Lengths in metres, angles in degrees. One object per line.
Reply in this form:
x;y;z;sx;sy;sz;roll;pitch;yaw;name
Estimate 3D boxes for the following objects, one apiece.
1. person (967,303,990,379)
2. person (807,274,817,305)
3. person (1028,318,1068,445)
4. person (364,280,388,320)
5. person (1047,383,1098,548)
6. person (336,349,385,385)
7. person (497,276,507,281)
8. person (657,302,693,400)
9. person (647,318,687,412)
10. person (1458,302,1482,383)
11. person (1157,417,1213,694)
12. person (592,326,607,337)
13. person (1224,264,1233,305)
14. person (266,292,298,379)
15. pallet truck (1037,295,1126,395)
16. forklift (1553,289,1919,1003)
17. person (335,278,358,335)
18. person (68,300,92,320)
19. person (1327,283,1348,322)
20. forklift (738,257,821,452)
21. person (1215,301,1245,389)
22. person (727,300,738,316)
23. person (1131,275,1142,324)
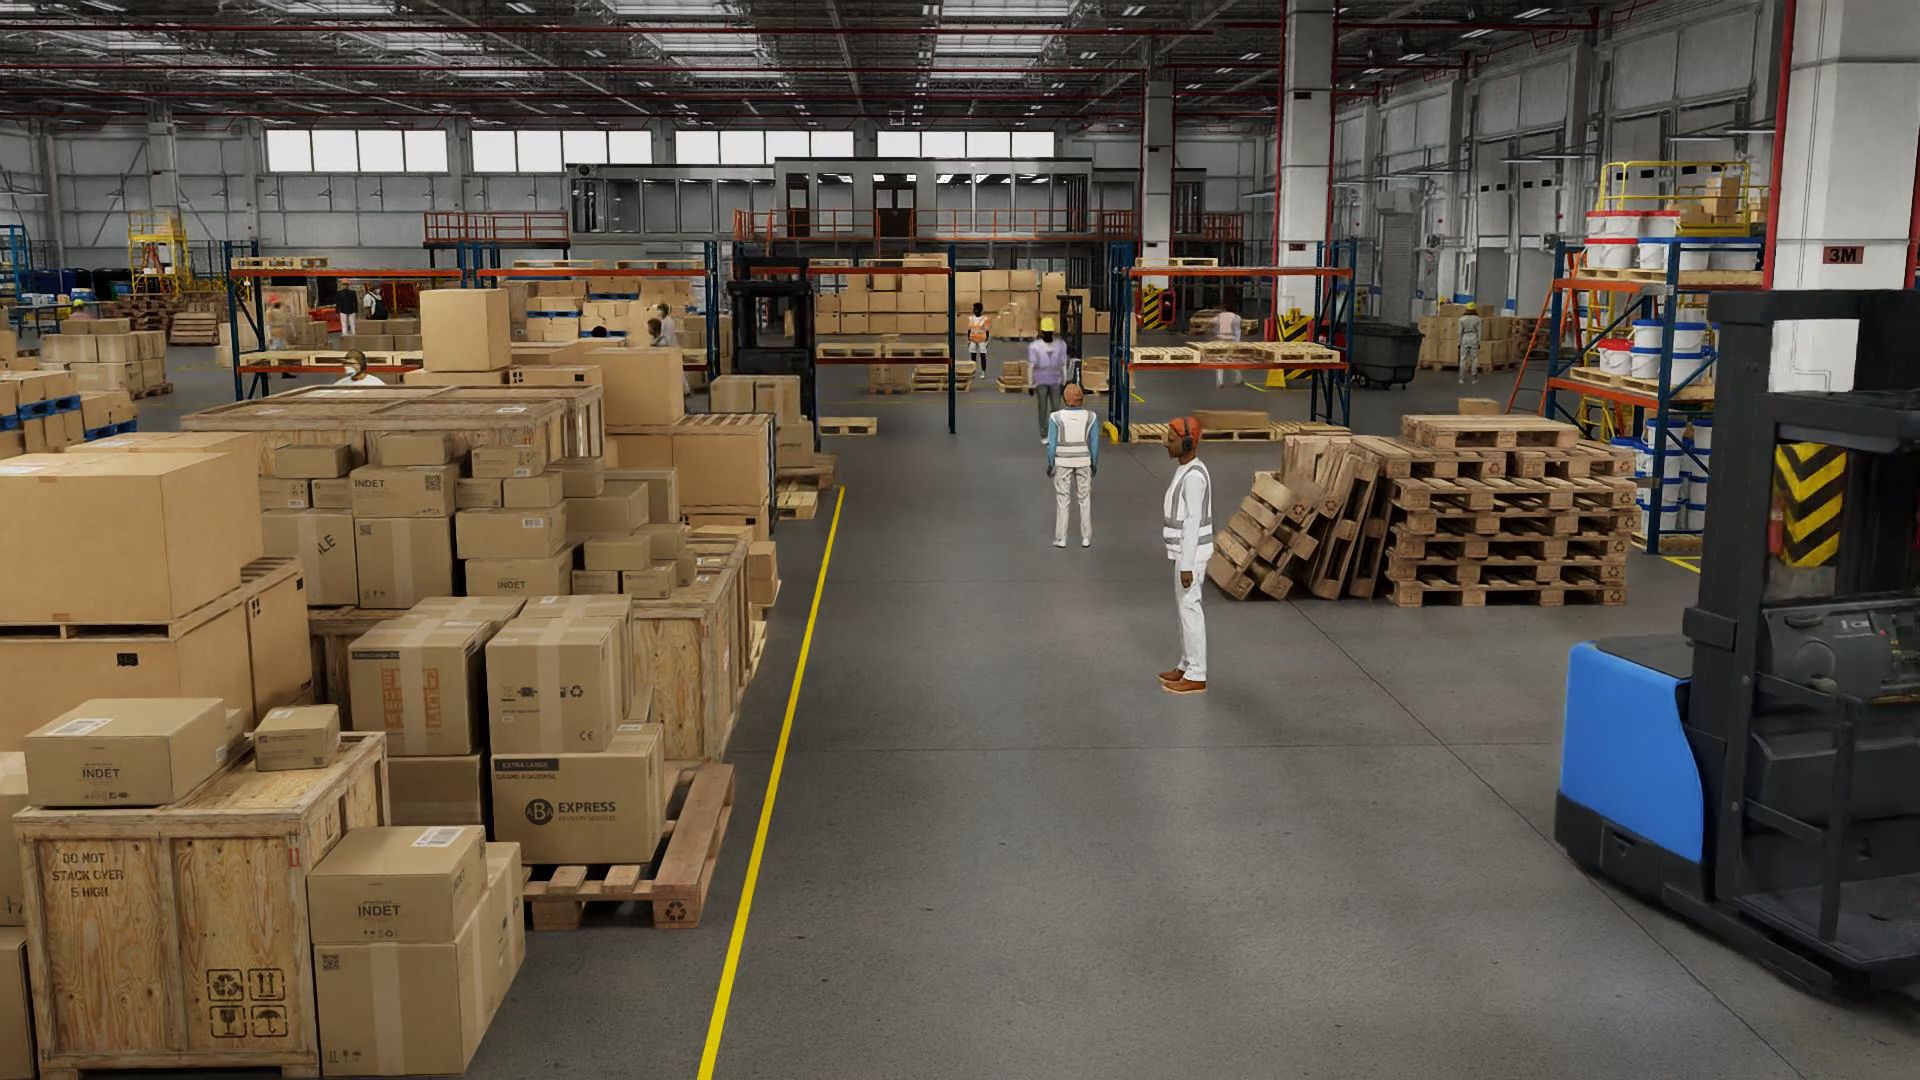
0.404;-4.410;36.857;0.532;1.692;0.322;5;11;25;person
-5.291;-8.392;58.382;0.542;1.929;0.374;-5;11;-25;person
1.318;-2.339;24.726;0.617;1.897;0.765;-1;10;-7;person
-15.222;-5.770;43.464;0.535;2.000;0.684;2;10;10;person
1.116;-0.730;16.508;0.525;1.639;0.307;-2;10;-9;person
-6.178;-1.009;17.224;0.629;1.939;0.371;3;11;16;person
-20.163;-11.005;73.092;0.564;1.880;0.357;-5;11;-26;person
-5.620;-3.600;31.833;1.043;1.885;0.642;-5;11;-26;person
-4.790;-2.686;26.895;0.654;1.823;0.520;-5;11;-26;person
10.959;-4.239;35.775;0.485;1.740;0.303;4;11;21;person
1.530;0.102;11.222;0.351;1.878;0.569;1;10;5;person
-4.862;-1.928;22.449;0.597;1.908;0.392;-1;10;-4;person
12.663;-12.010;78.352;0.395;1.993;0.614;-2;10;-11;person
-15.096;-4.531;36.918;0.531;1.926;0.705;5;11;25;person
2.483;-3.881;33.060;1.885;1.965;0.823;-7;13;-36;pallet truck
3.694;0.291;7.360;1.129;2.768;1.873;-3;11;-16;forklift
-17.822;-6.623;48.345;0.621;1.992;0.397;-6;12;-32;person
-19.947;-4.573;37.694;0.897;1.720;0.534;7;12;33;person
10.176;-6.009;45.109;0.639;1.922;0.664;5;12;28;person
-2.483;-2.422;22.473;1.129;2.768;1.873;0;10;-2;forklift
5.615;-4.053;34.568;0.637;1.790;0.947;7;12;34;person
-4.856;-4.363;36.154;0.329;1.860;0.505;6;12;30;person
6.551;-8.865;61.334;0.623;1.814;0.780;8;13;36;person
